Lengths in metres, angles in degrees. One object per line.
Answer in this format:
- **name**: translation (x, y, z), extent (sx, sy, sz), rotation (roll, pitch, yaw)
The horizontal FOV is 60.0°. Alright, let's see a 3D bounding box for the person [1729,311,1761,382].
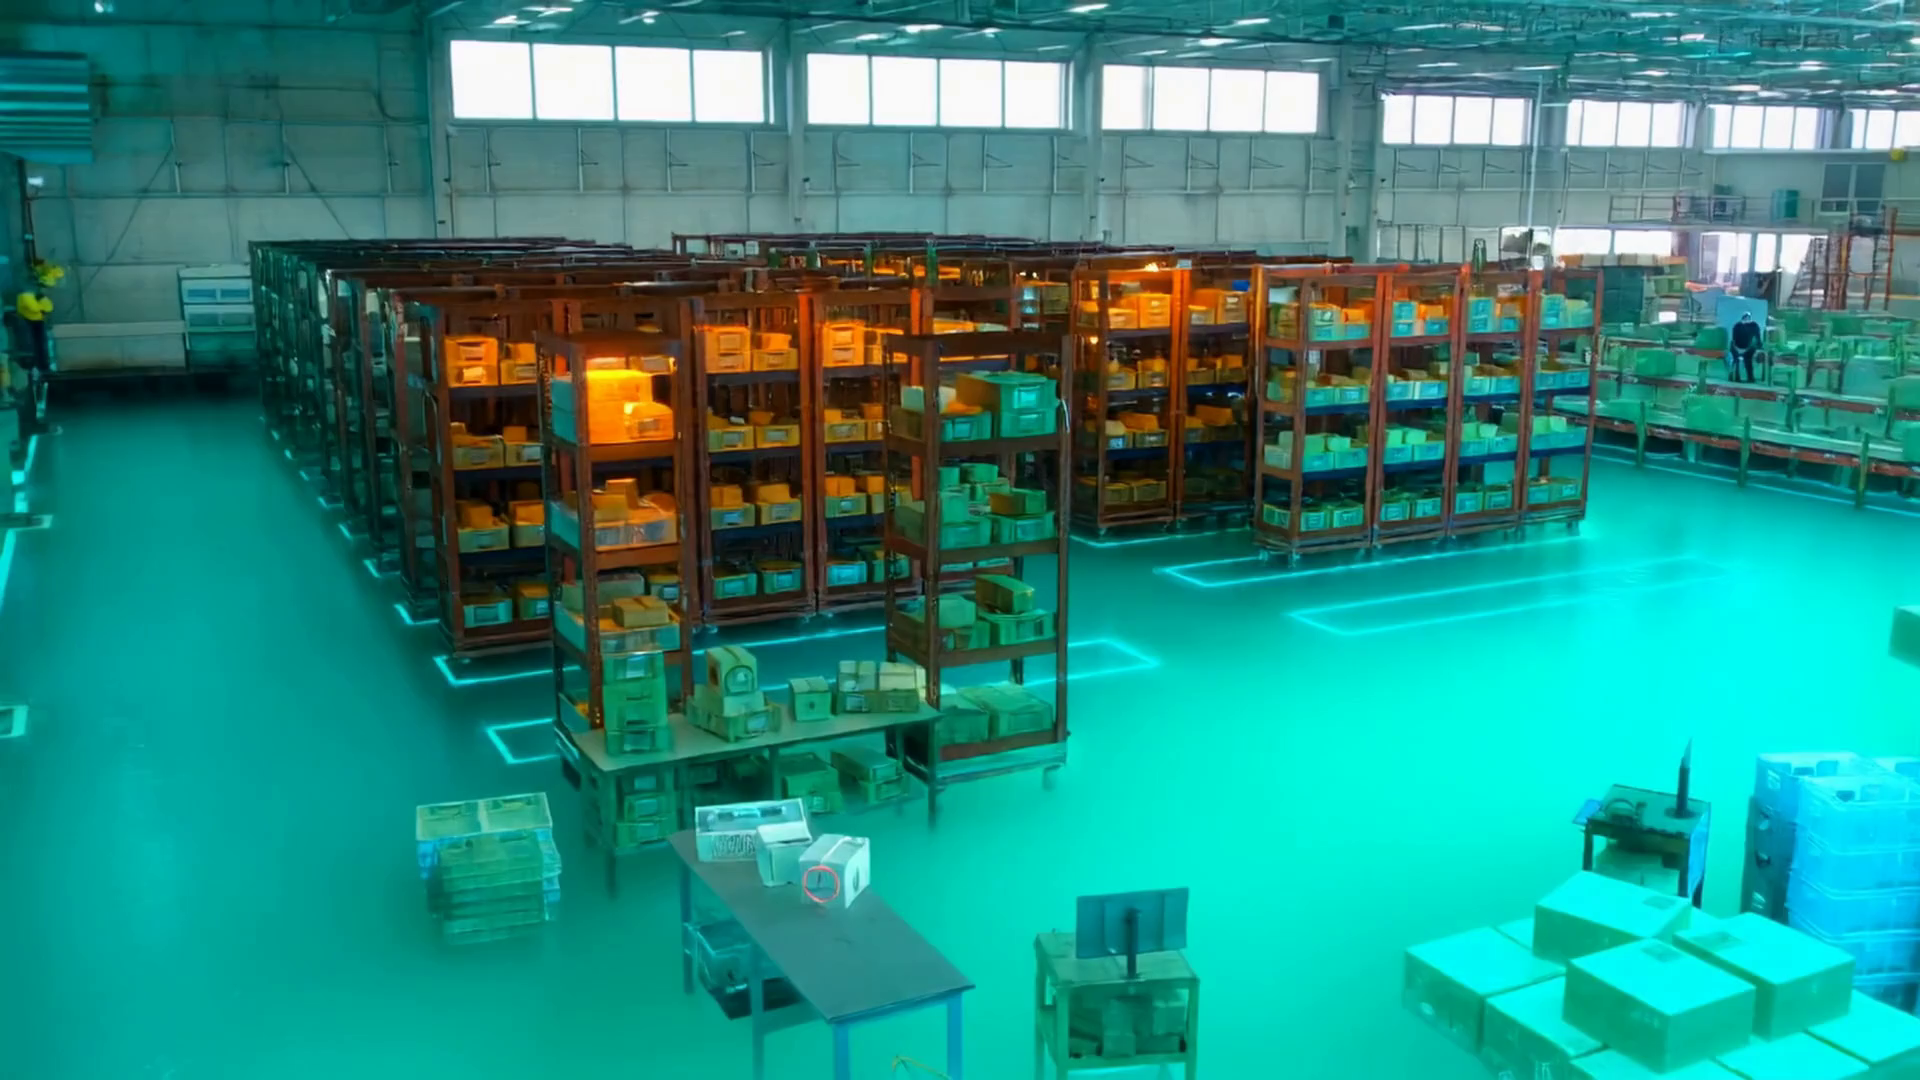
- **person**: translation (17.773, -4.256, 37.750), extent (0.397, 1.898, 0.644), rotation (-10, 16, -39)

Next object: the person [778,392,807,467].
- **person**: translation (-2.716, -1.992, 27.039), extent (0.639, 1.948, 1.029), rotation (-11, 16, -41)

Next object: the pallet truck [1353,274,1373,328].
- **pallet truck**: translation (13.011, -8.050, 55.243), extent (0.823, 1.965, 1.885), rotation (-7, 14, -28)
